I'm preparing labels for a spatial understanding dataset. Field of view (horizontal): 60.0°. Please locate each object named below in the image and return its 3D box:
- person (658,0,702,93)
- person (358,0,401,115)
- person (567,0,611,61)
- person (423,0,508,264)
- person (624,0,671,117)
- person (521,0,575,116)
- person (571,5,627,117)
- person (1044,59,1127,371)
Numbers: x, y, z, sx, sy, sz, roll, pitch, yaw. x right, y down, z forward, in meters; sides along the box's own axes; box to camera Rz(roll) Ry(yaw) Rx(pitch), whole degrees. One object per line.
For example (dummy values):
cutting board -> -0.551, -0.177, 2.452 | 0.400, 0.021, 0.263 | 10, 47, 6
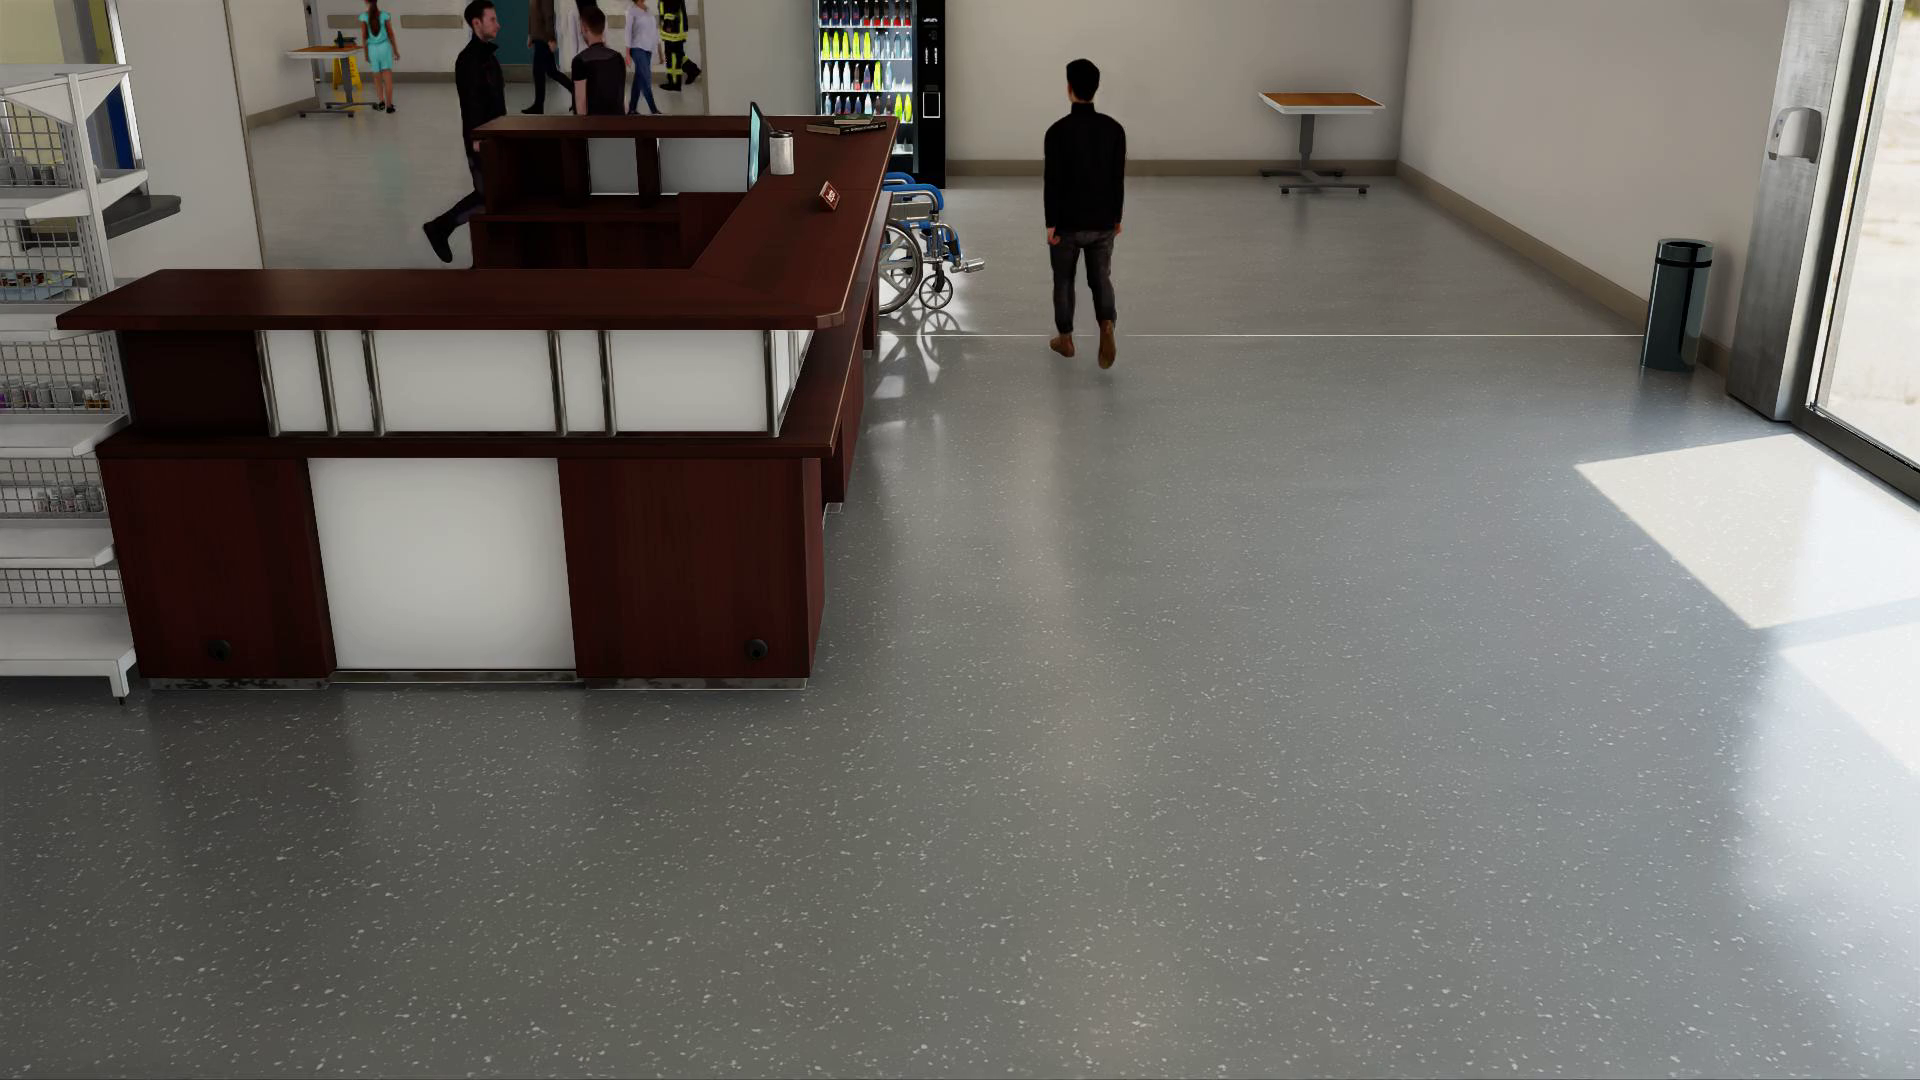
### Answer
person -> -4.068, -7.484, 24.069 | 0.822, 1.916, 0.795 | 0, 21, -1
person -> -7.474, -6.269, 21.385 | 0.584, 1.545, 0.706 | -3, 21, -9
person -> -3.911, -5.010, 17.764 | 1.191, 1.755, 1.065 | -11, 23, -26
person -> -3.453, -2.850, 11.867 | 1.013, 1.892, 0.693 | 1, 21, 2
person -> -4.027, -6.044, 20.593 | 1.110, 1.684, 0.932 | 10, 23, 25
person -> -5.228, -6.370, 21.210 | 1.231, 1.857, 1.013 | -11, 23, -27
person -> -2.610, -3.021, 12.436 | 1.236, 1.809, 1.098 | 15, 25, 33
person -> 0.726, -1.817, 9.411 | 0.962, 1.701, 0.797 | -4, 21, -9
